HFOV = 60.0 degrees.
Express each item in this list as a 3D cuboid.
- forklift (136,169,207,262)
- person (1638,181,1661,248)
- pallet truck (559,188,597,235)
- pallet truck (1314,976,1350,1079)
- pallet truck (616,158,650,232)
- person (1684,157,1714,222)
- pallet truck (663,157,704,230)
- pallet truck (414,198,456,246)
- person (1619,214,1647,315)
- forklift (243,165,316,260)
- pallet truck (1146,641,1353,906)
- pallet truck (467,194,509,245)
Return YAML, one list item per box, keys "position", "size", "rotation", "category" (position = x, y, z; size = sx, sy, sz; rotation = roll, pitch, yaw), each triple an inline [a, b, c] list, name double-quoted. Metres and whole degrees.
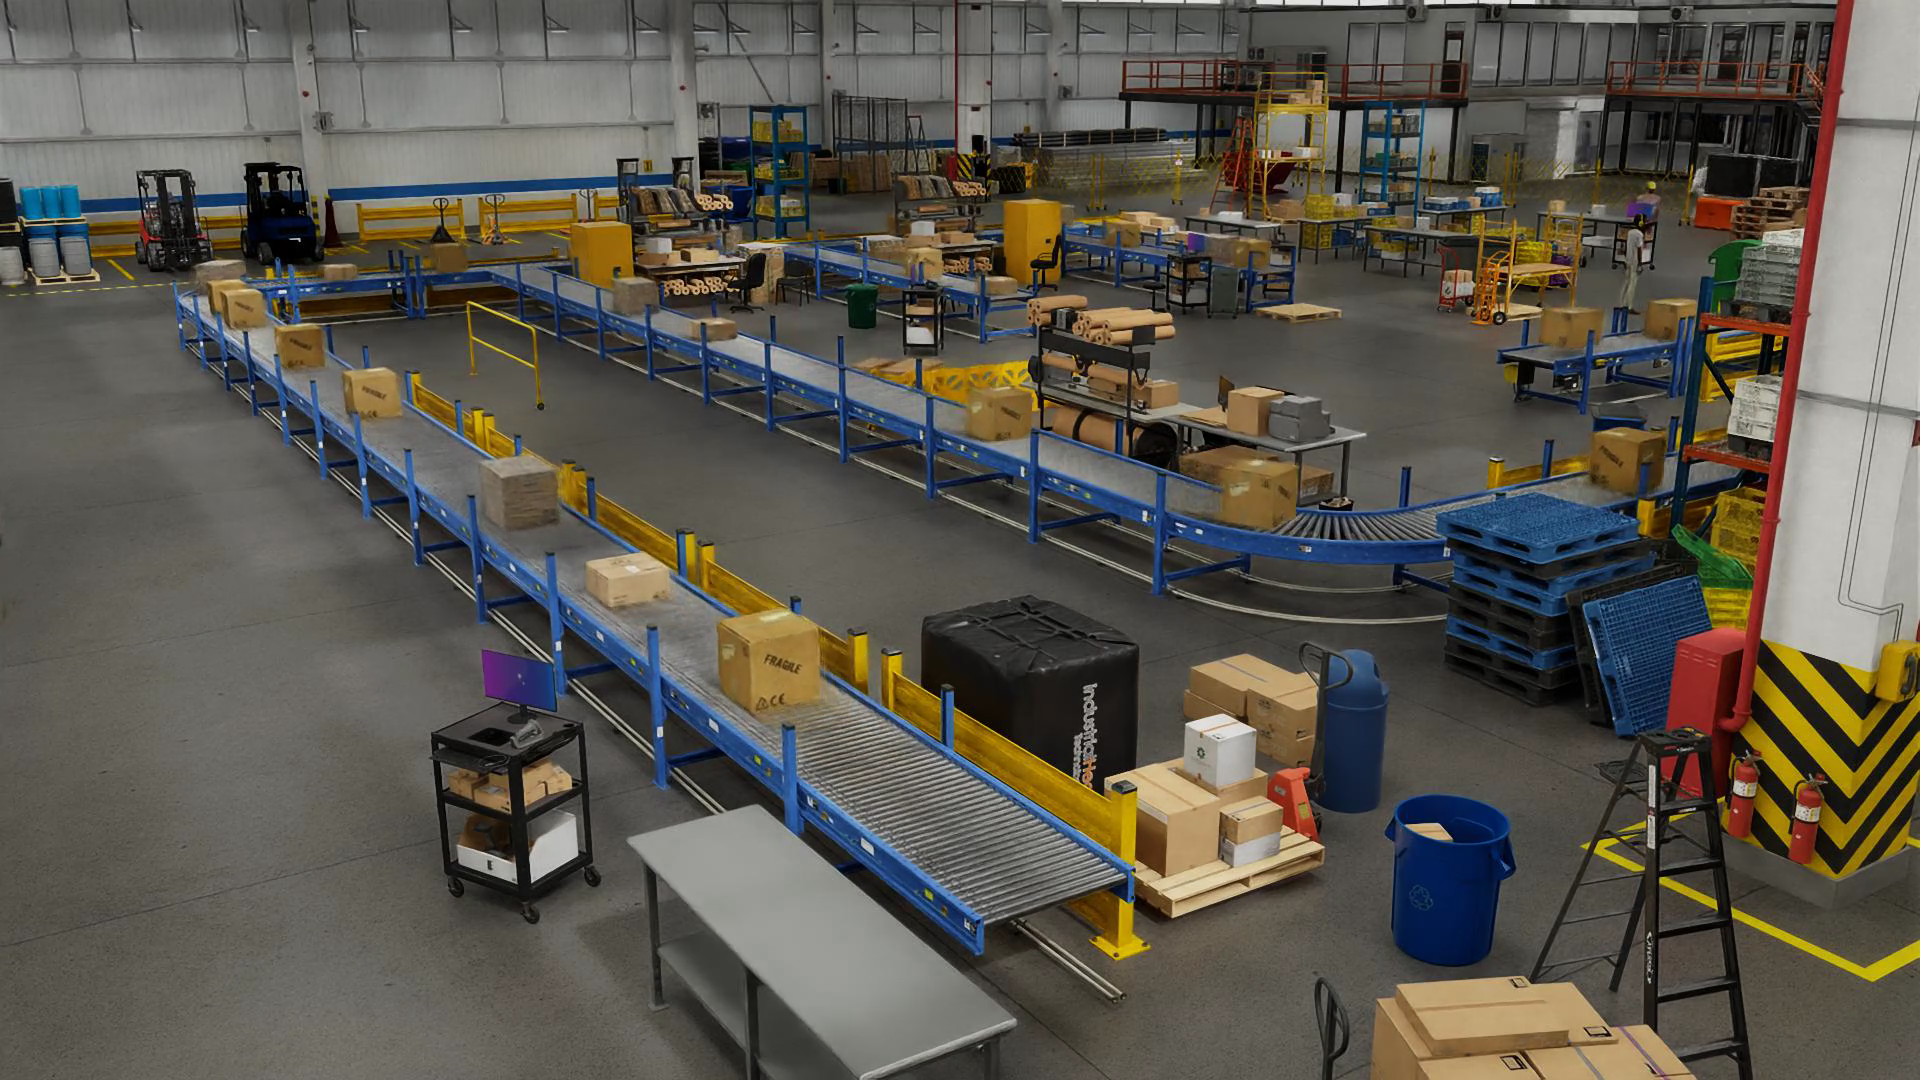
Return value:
- position: [-17.842, -7.318, 37.559]
  size: [1.157, 1.987, 2.680]
  rotation: [-10, 20, -31]
  category: "forklift"
- position: [16.388, -7.643, 39.578]
  size: [0.528, 1.750, 0.524]
  rotation: [1, 17, 3]
  category: "person"
- position: [-10.010, -8.652, 43.699]
  size: [0.653, 1.274, 1.630]
  rotation: [-10, 20, -31]
  category: "pallet truck"
- position: [2.299, 2.390, 7.086]
  size: [1.601, 1.201, 0.680]
  rotation: [-2, 17, -7]
  category: "pallet truck"
- position: [-8.918, -9.176, 44.255]
  size: [0.823, 1.965, 1.885]
  rotation: [-9, 19, -27]
  category: "pallet truck"
- position: [20.651, -9.758, 46.454]
  size: [0.600, 1.833, 0.971]
  rotation: [-7, 18, -21]
  category: "person"
- position: [-7.586, -9.308, 44.692]
  size: [0.823, 1.965, 1.885]
  rotation: [-11, 20, -33]
  category: "pallet truck"
- position: [-13.250, -8.060, 41.856]
  size: [0.680, 1.201, 1.601]
  rotation: [-10, 20, -31]
  category: "pallet truck"
- position: [12.617, -5.166, 31.129]
  size: [0.319, 1.870, 0.521]
  rotation: [-2, 17, -5]
  category: "person"
- position: [-15.898, -7.669, 38.708]
  size: [1.157, 1.987, 2.680]
  rotation: [-11, 20, -33]
  category: "forklift"
- position: [1.664, 1.407, 10.232]
  size: [1.630, 1.274, 0.653]
  rotation: [-10, 20, -31]
  category: "pallet truck"
- position: [-11.983, -8.177, 42.137]
  size: [0.704, 1.261, 1.522]
  rotation: [-11, 20, -33]
  category: "pallet truck"
